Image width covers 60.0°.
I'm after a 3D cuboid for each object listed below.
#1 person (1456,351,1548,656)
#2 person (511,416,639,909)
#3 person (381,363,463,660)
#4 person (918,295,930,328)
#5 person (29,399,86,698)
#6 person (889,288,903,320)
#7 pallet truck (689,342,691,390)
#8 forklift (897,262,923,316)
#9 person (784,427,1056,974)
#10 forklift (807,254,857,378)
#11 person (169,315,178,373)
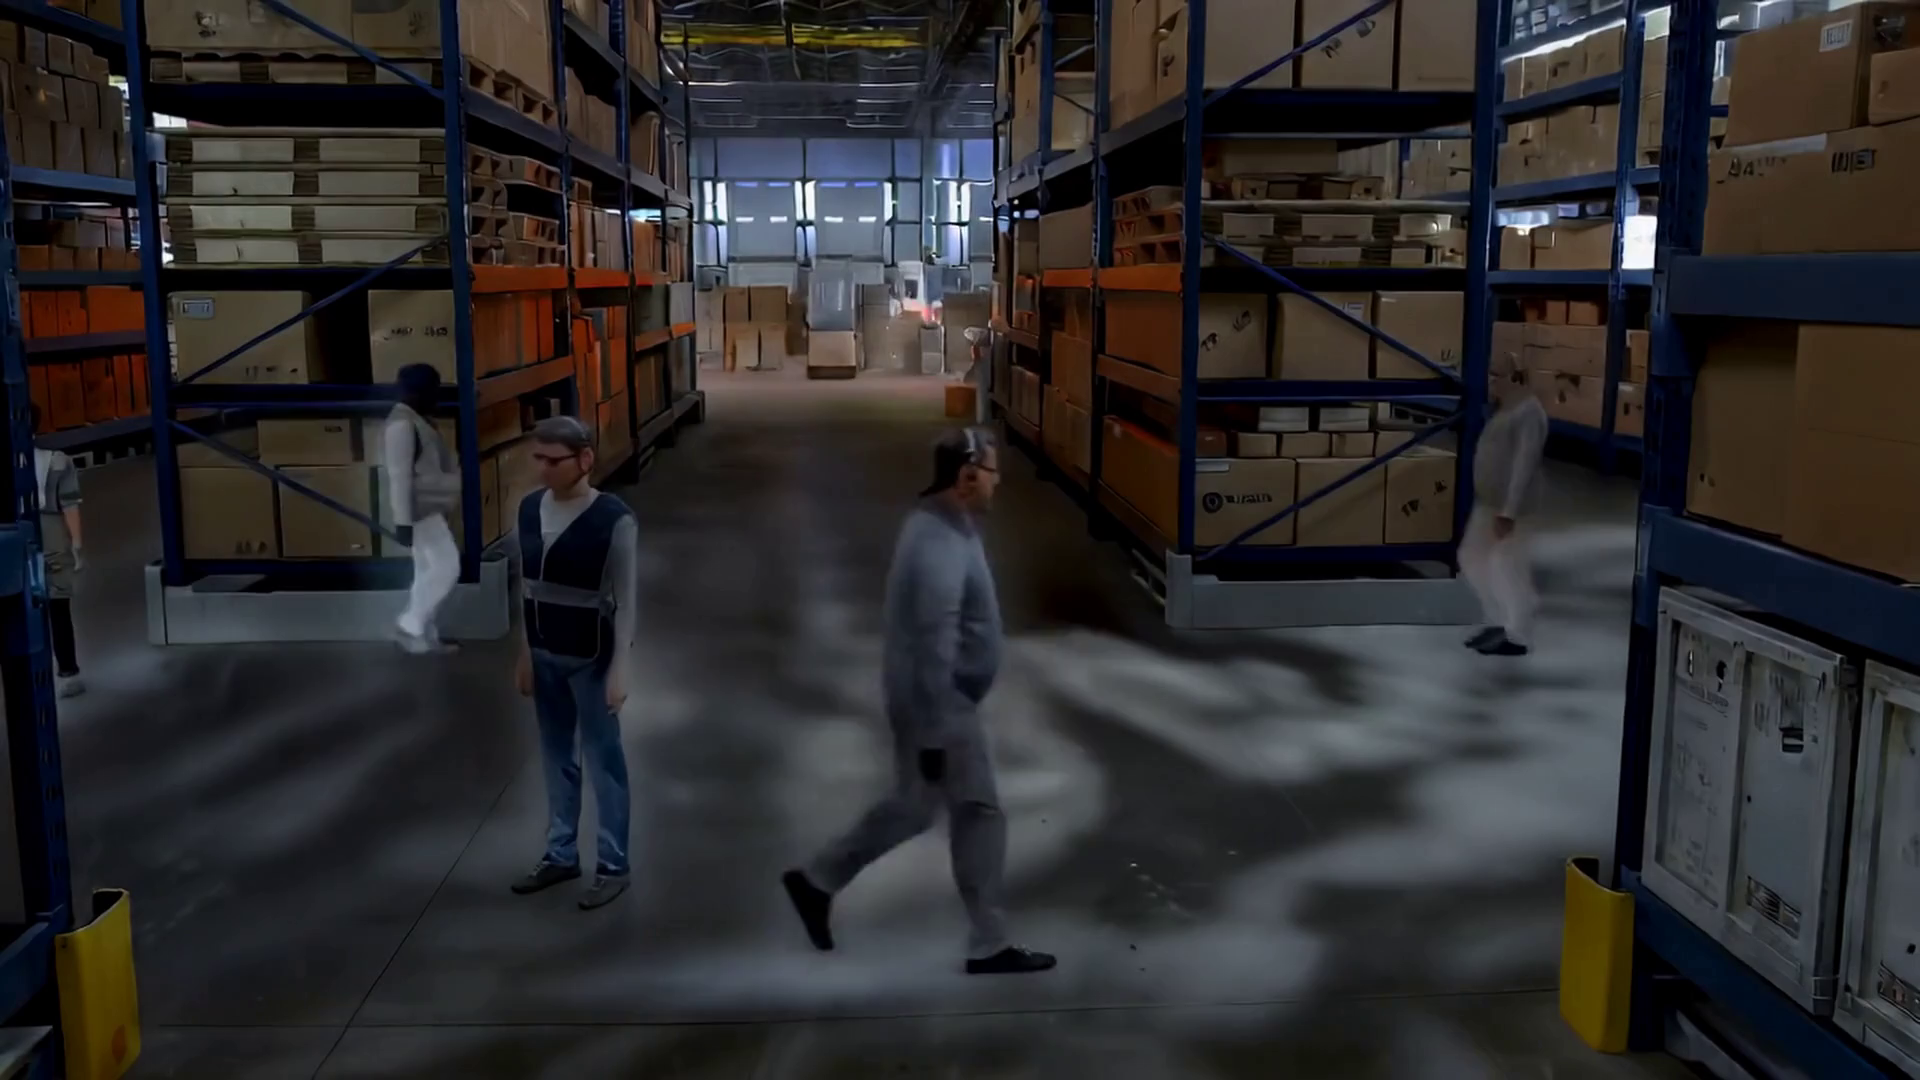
[{"bbox_3d":[3.335,-0.213,10.274,0.475,1.893,0.653,0,9,-3],"label":"person"},{"bbox_3d":[-1.439,0.448,6.269,0.566,1.842,0.389,5,10,30],"label":"person"},{"bbox_3d":[-3.238,-0.156,10.093,0.461,1.824,0.633,-1,9,-8],"label":"person"},{"bbox_3d":[-1.161,-7.490,56.641,0.630,1.677,0.538,3,9,17],"label":"person"},{"bbox_3d":[-5.134,0.057,9.202,0.535,1.691,0.317,-4,10,-24],"label":"person"},{"bbox_3d":[-2.294,-7.825,57.965,0.636,1.928,0.380,4,10,22],"label":"person"},{"bbox_3d":[-5.225,-3.008,27.480,1.885,1.965,0.823,2,9,14],"label":"pallet truck"},{"bbox_3d":[-1.780,-8.547,59.499,1.129,2.768,1.873,-1,9,-4],"label":"forklift"},{"bbox_3d":[-0.150,0.547,5.602,0.861,1.868,0.685,0,9,-3],"label":"person"},{"bbox_3d":[-2.942,-5.145,38.138,1.129,2.768,1.873,-1,9,-4],"label":"forklift"},{"bbox_3d":[-13.846,-3.137,29.330,0.590,1.657,0.671,5,11,30],"label":"person"}]
